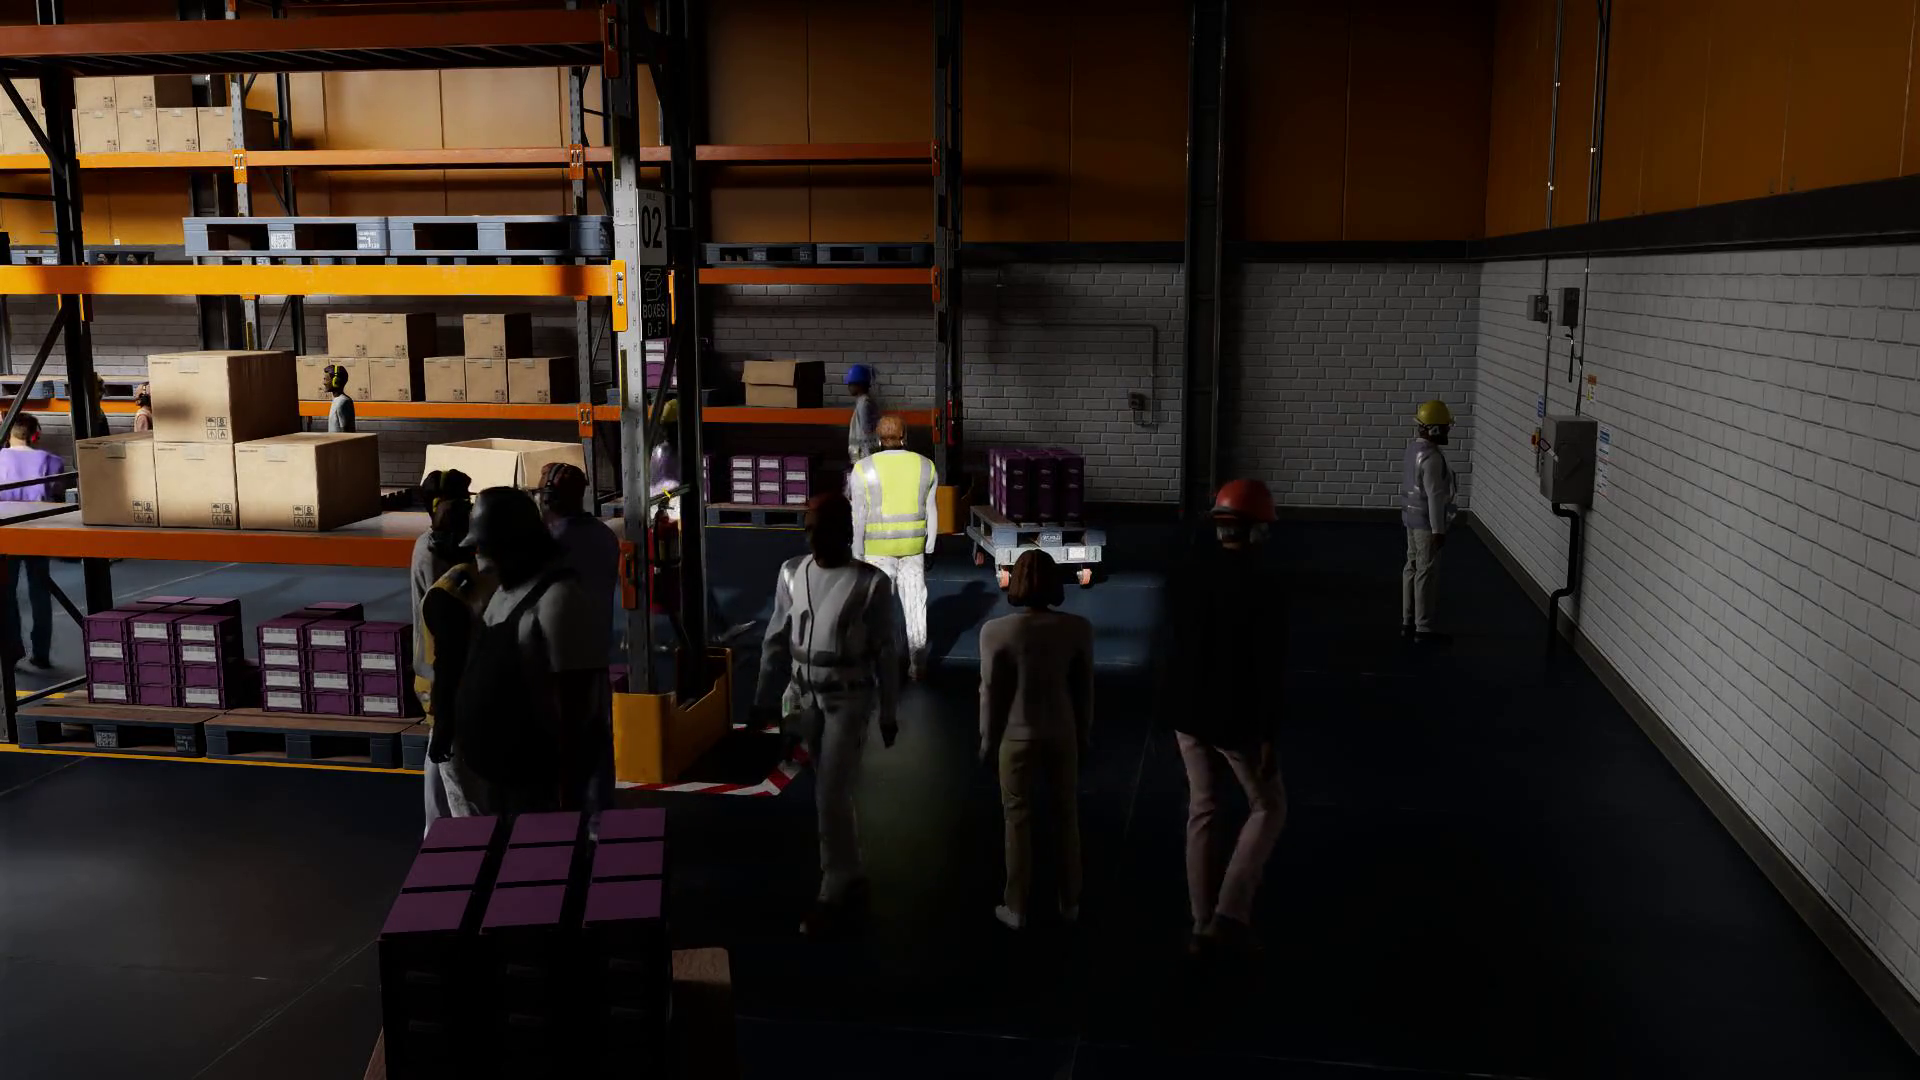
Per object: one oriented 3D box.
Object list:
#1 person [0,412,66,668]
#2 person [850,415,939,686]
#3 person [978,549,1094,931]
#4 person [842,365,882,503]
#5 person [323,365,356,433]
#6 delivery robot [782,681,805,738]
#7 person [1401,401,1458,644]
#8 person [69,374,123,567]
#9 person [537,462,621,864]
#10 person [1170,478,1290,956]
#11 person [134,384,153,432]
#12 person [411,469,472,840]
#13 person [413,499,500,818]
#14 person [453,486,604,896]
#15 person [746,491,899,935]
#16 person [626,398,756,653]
[{"bbox_3d":[-6.641,0.002,11.818,0.606,1.795,0.555,-8,12,-42],"label":"person"},{"bbox_3d":[-0.458,0.070,11.281,0.631,1.837,0.428,-3,10,-21],"label":"person"},{"bbox_3d":[0.320,0.848,7.083,0.501,1.632,0.287,-2,9,-10],"label":"person"},{"bbox_3d":[-0.954,-0.780,16.391,1.029,1.888,0.649,0,9,2],"label":"person"},{"bbox_3d":[-6.242,-0.829,16.760,0.328,1.872,0.514,-3,10,-19],"label":"person"},{"bbox_3d":[-0.834,0.915,9.713,0.477,0.478,0.707,0,9,1],"label":"delivery robot"},{"bbox_3d":[3.551,-0.138,12.587,0.403,1.833,0.586,-1,9,-4],"label":"person"},{"bbox_3d":[-8.245,-0.666,15.838,0.337,1.838,0.509,-1,9,-4],"label":"person"},{"bbox_3d":[-1.864,0.582,7.888,0.409,1.906,0.652,3,10,16],"label":"person"},{"bbox_3d":[1.107,0.730,6.779,0.611,1.970,0.457,9,13,44],"label":"person"},{"bbox_3d":[-8.430,-0.807,17.331,0.309,1.641,0.514,-3,10,-21],"label":"person"},{"bbox_3d":[-2.463,0.587,7.988,0.309,1.864,0.535,-3,10,-17],"label":"person"},{"bbox_3d":[-2.106,0.735,7.131,0.429,1.846,0.632,1,9,9],"label":"person"},{"bbox_3d":[-1.596,0.771,6.298,0.632,2.000,0.696,-7,12,-37],"label":"person"},{"bbox_3d":[-0.628,0.727,7.114,0.589,1.859,0.742,7,11,36],"label":"person"},{"bbox_3d":[-2.017,-0.096,12.184,0.983,1.874,0.613,-1,9,-6],"label":"person"}]
